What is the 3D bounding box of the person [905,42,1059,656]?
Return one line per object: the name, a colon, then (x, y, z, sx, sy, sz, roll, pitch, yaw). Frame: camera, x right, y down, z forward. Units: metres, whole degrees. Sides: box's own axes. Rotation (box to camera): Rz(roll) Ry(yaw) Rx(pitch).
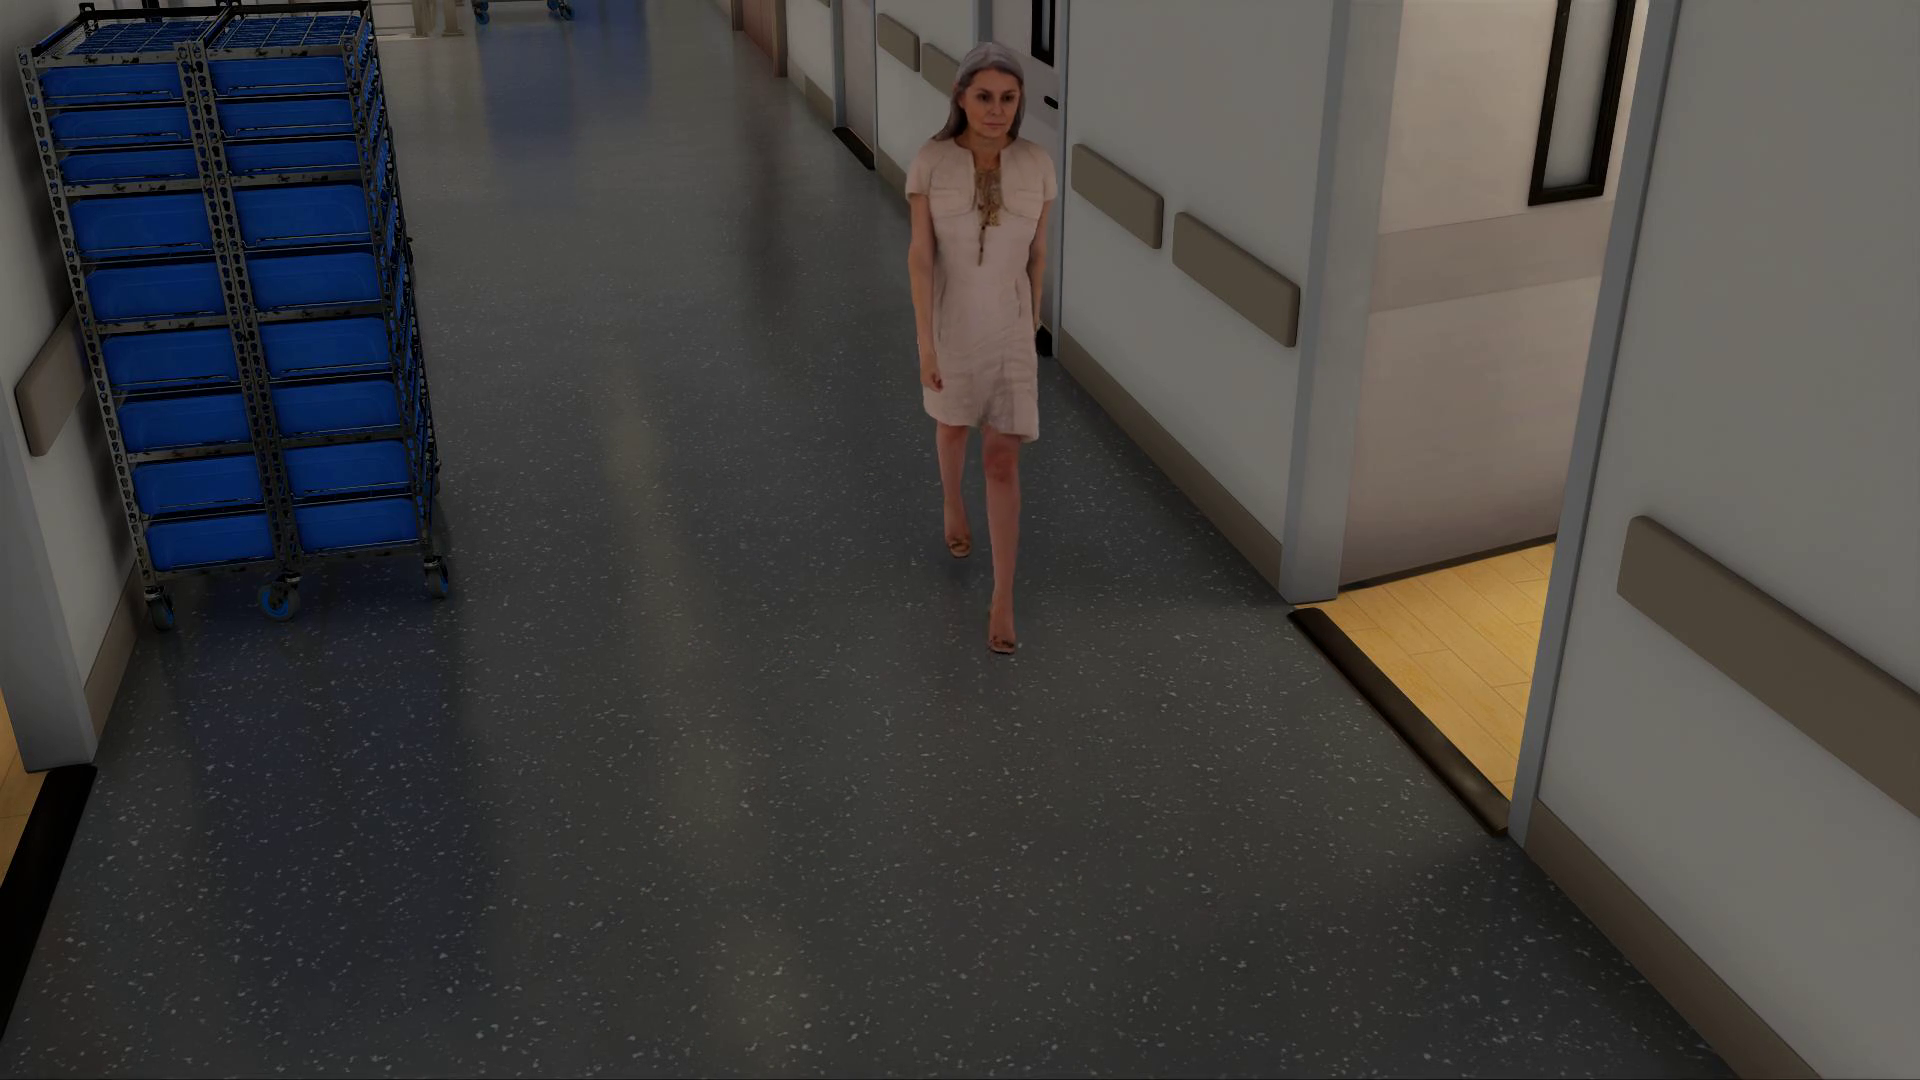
person: (0.021, -0.581, 4.947, 0.742, 1.675, 1.248, -3, 26, -5)
